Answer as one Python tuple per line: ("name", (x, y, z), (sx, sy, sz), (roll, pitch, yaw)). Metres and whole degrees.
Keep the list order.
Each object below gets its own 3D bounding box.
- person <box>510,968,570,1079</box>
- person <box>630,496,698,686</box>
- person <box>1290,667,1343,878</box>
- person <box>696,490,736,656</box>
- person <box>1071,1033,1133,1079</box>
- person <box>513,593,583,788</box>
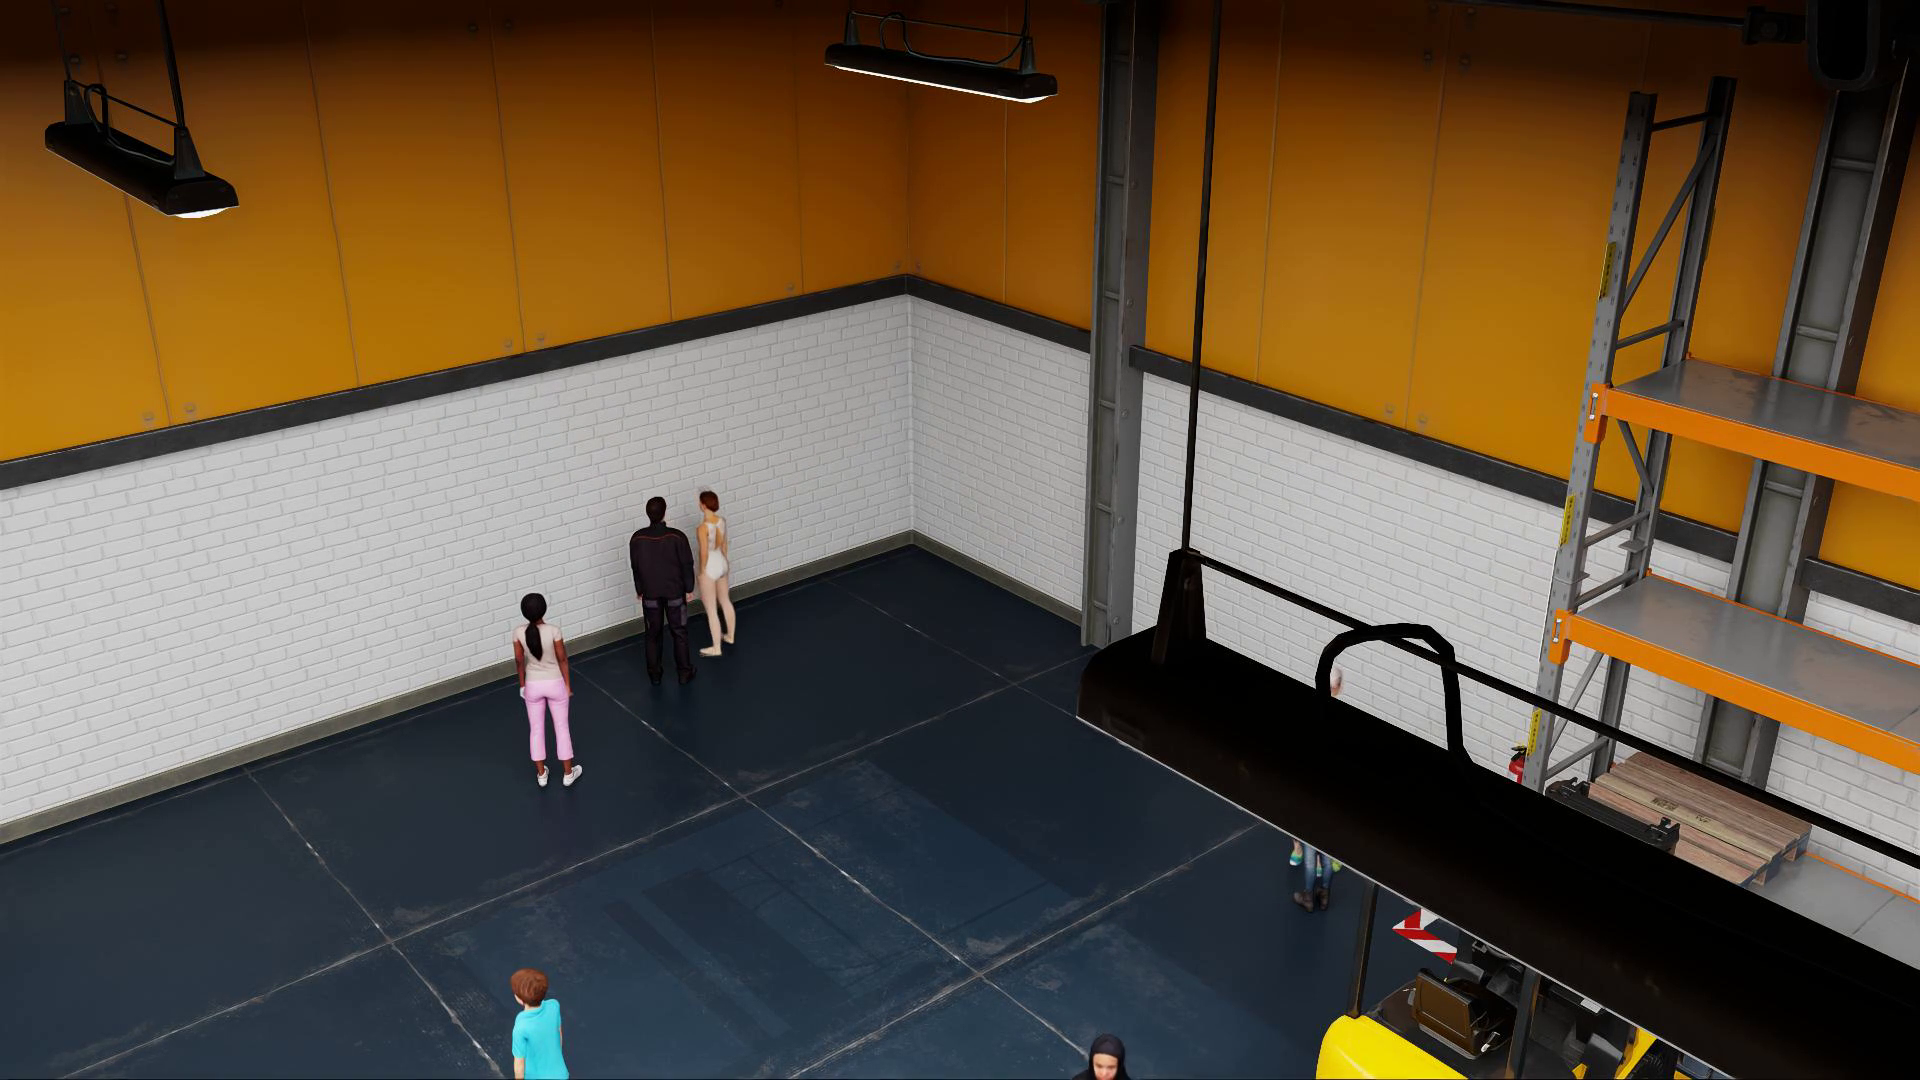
("person", (-2.407, 3.096, 9.650), (0.570, 1.448, 0.572), (13, 27, 27))
("person", (-2.710, 0.466, 15.177), (0.797, 1.839, 0.823), (0, 24, -1))
("person", (2.695, 1.719, 12.477), (0.653, 1.706, 0.466), (-20, 30, -38))
("person", (-2.337, 0.293, 15.819), (0.598, 1.641, 0.620), (12, 26, 26))
("person", (0.797, 3.299, 9.002), (1.110, 1.593, 1.123), (4, 24, 8))
("person", (-3.392, 1.212, 13.594), (0.655, 1.741, 0.696), (0, 24, 0))
